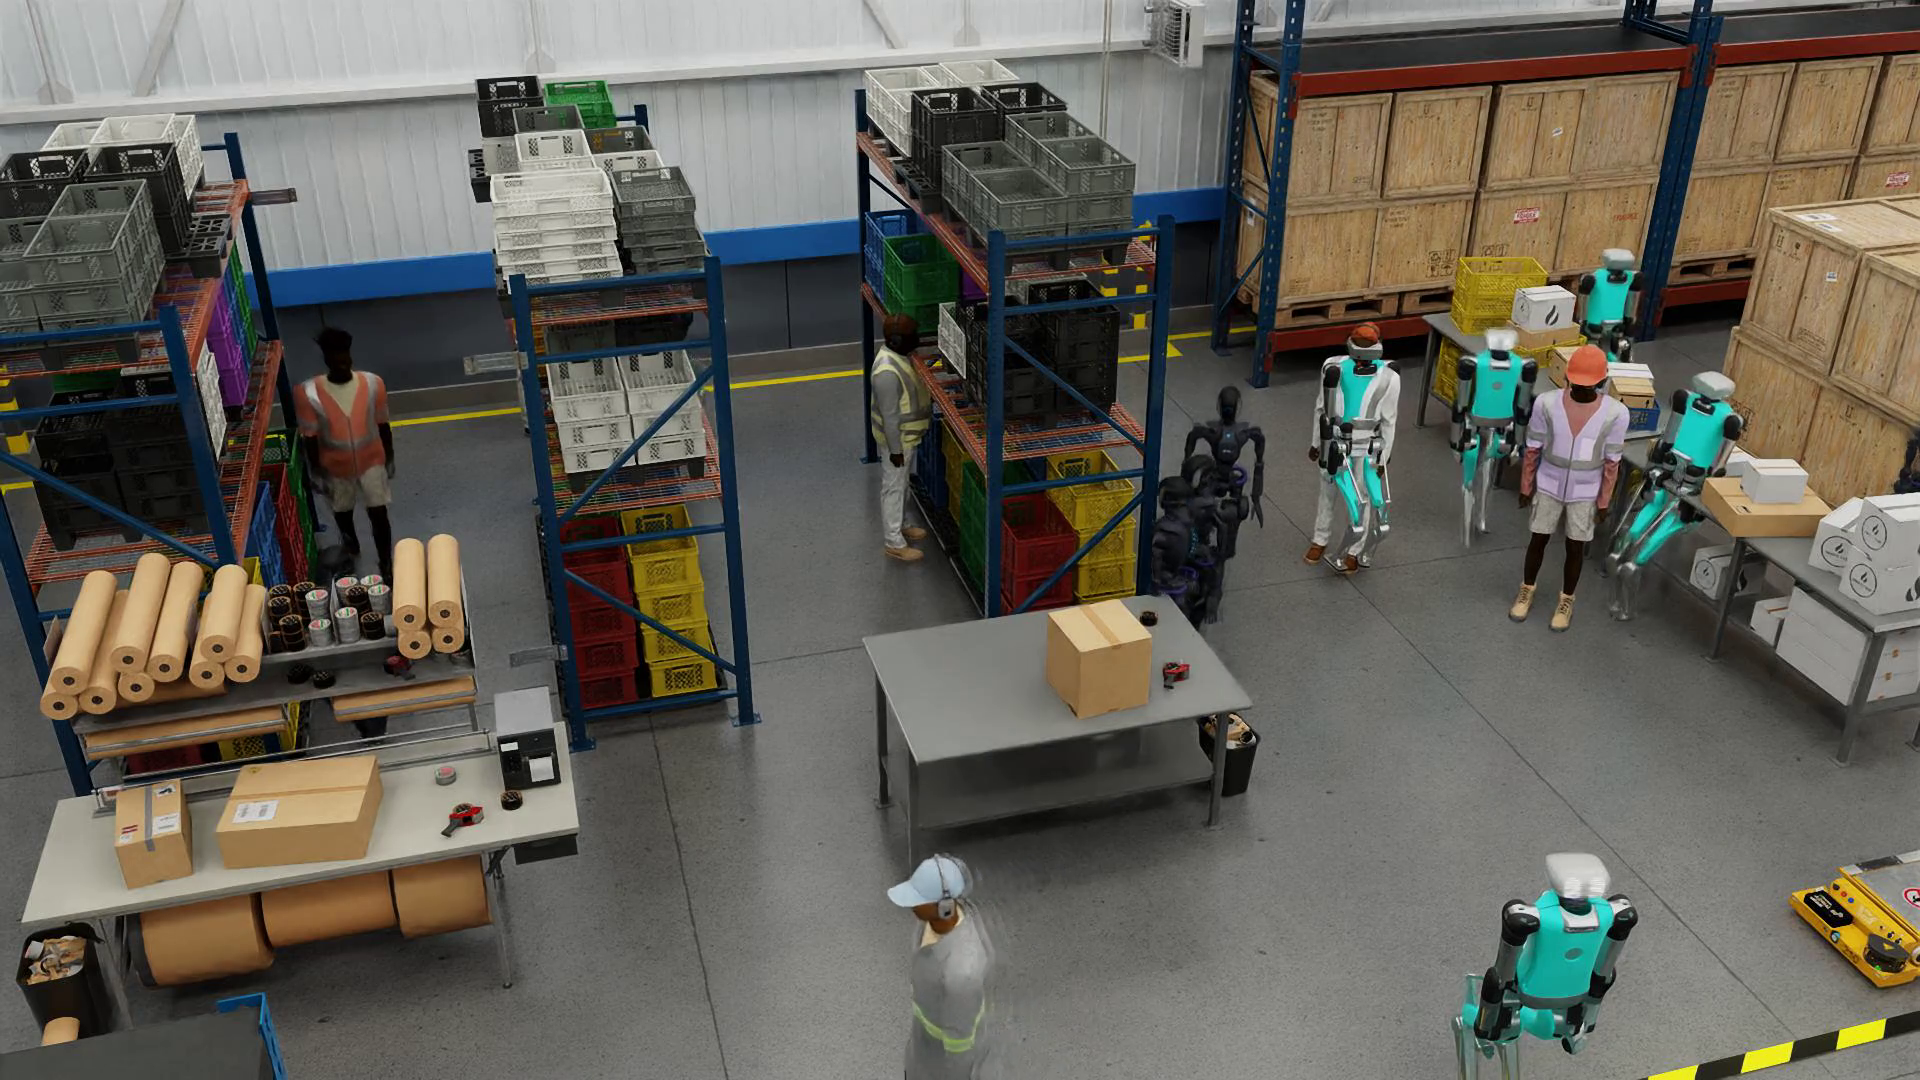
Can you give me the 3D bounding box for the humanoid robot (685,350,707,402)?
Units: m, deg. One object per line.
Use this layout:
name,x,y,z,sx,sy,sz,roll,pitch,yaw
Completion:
humanoid robot,-2.347,-1.606,13.554,0.672,1.787,0.557,-11,31,-19

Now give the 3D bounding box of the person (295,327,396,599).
person,-4.201,-0.584,11.481,0.600,1.944,0.767,-13,31,-23

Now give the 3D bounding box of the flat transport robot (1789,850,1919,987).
flat transport robot,5.163,1.916,8.676,1.431,0.231,0.659,-8,30,-14

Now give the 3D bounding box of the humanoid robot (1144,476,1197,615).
humanoid robot,1.226,0.367,10.025,0.340,1.654,0.591,13,31,23

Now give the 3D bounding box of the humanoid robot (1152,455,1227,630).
humanoid robot,1.418,0.219,10.297,0.326,1.648,0.585,-20,35,-32

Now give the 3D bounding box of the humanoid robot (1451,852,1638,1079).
humanoid robot,2.383,1.885,7.068,0.533,1.677,0.735,-2,29,-4

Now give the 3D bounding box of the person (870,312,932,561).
person,-0.414,-0.755,11.902,0.429,1.844,0.620,3,29,6

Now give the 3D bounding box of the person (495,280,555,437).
person,-3.524,-1.733,13.689,0.404,1.830,0.601,5,29,9

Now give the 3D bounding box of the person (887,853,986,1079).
person,-0.029,2.035,6.832,0.678,1.835,0.596,-8,30,-15

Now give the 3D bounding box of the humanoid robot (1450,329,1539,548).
humanoid robot,3.793,-0.753,12.056,0.542,1.819,0.821,5,29,10

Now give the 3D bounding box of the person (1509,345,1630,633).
person,3.985,-0.332,10.943,0.598,2.035,0.401,13,31,23

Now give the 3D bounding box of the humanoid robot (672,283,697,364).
humanoid robot,-2.269,-1.445,13.334,0.468,1.640,0.606,-4,29,-6

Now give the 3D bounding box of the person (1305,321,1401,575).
person,2.749,-0.653,11.681,0.578,1.879,0.349,18,34,30

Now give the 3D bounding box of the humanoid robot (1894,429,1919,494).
humanoid robot,6.500,-0.255,11.157,0.584,1.656,0.372,-9,30,-16

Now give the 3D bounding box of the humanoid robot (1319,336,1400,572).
humanoid robot,2.781,-0.525,11.452,0.533,1.677,0.735,-4,29,-6

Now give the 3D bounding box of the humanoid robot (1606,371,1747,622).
humanoid robot,4.634,-0.220,11.051,0.803,1.788,0.543,-14,32,-24

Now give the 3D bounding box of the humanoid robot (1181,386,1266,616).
humanoid robot,1.760,-0.336,11.337,0.610,1.629,0.682,1,29,1

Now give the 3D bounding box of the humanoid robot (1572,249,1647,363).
humanoid robot,5.156,-1.322,13.106,0.530,1.825,0.900,-4,29,-7

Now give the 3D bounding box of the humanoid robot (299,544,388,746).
humanoid robot,-3.382,0.773,9.342,0.609,1.628,0.781,2,29,4
